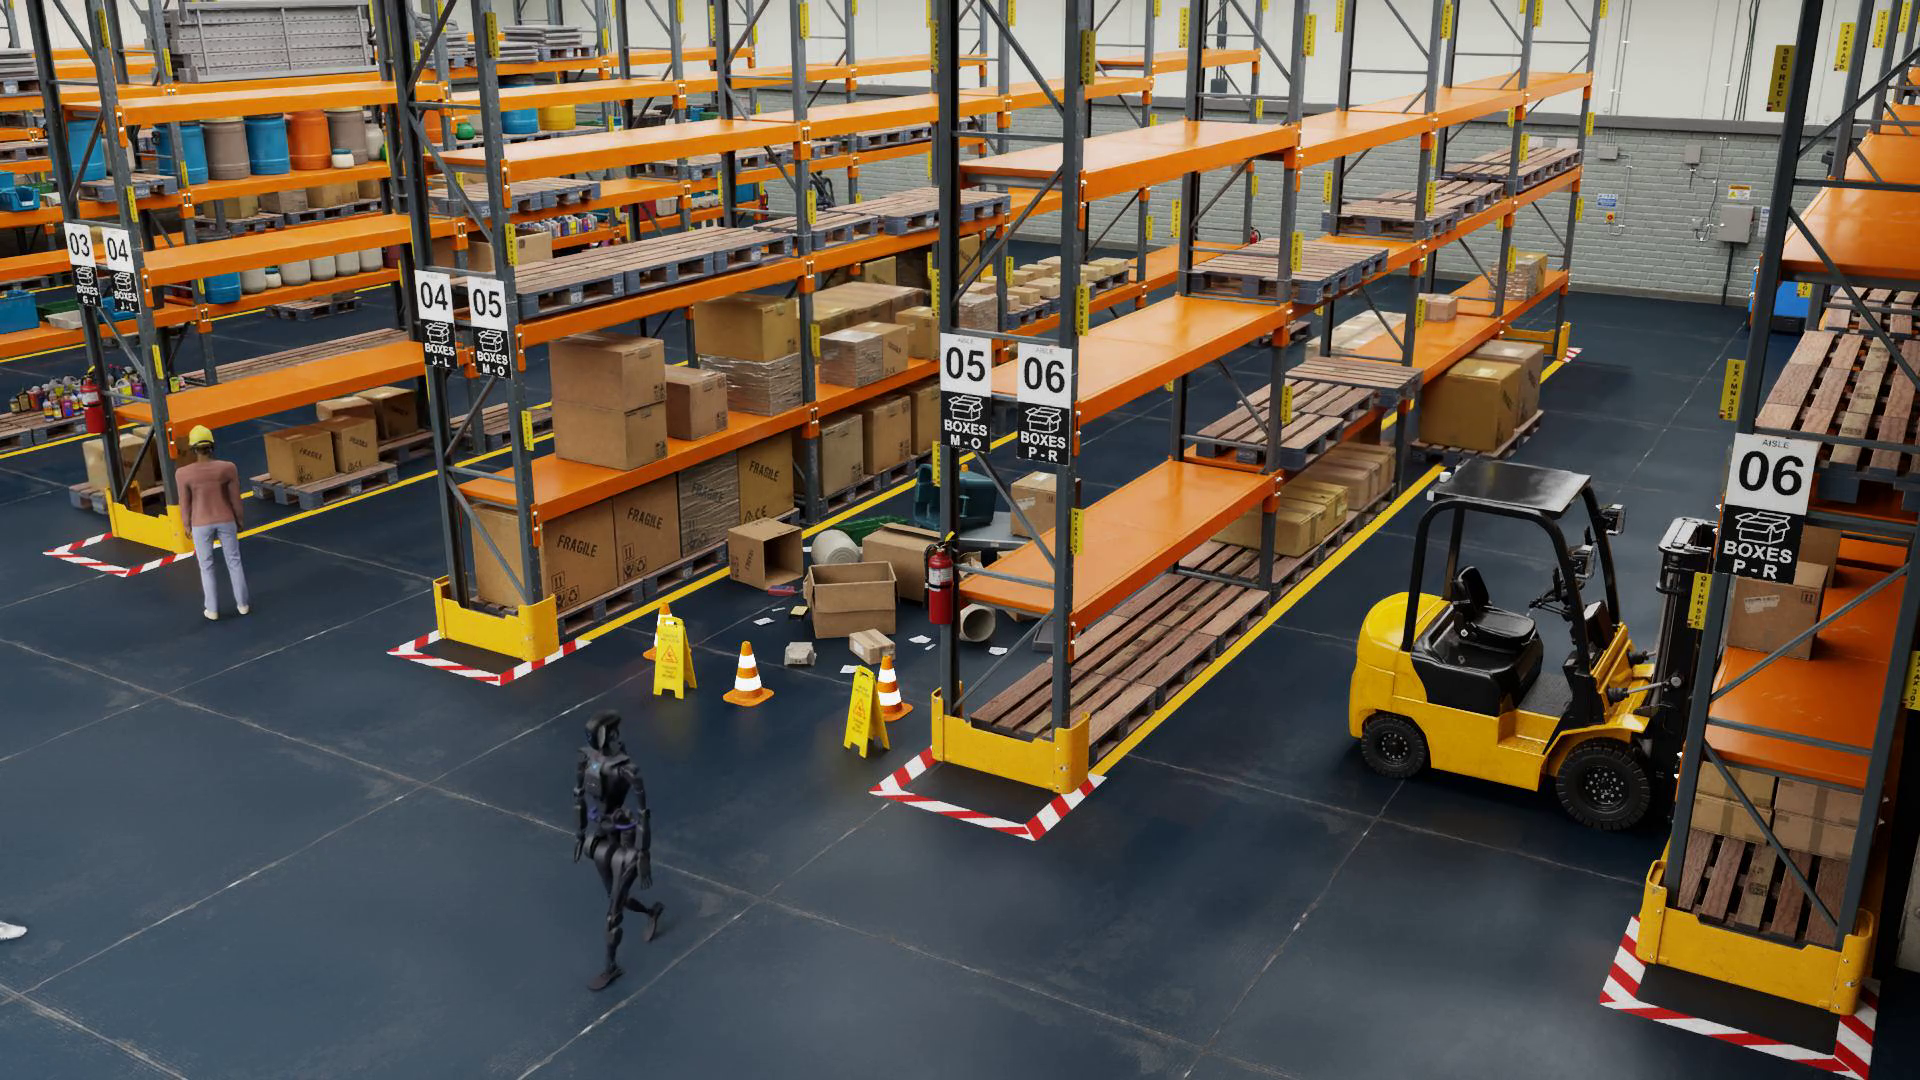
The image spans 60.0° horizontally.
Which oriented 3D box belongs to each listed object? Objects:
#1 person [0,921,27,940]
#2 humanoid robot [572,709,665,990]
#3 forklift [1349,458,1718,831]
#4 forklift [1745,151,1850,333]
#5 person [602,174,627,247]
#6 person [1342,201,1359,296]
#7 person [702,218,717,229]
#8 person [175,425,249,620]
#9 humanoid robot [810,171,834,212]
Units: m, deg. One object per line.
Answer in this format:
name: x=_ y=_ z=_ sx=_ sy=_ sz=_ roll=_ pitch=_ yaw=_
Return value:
person: x=-5.956 y=1.556 z=9.647 sx=0.594 sy=1.886 sz=0.606 roll=-7 pitch=20 yaw=-20
humanoid robot: x=-1.945 y=1.711 z=9.572 sx=0.616 sy=1.634 sz=0.736 roll=12 pitch=22 yaw=31
forklift: x=3.988 y=0.658 z=11.776 sx=2.313 sy=2.155 sz=1.214 roll=11 pitch=22 yaw=29
forklift: x=13.620 y=-4.667 z=26.137 sx=1.873 sy=2.768 sz=1.129 roll=11 pitch=22 yaw=29
person: x=-6.810 y=-6.315 z=32.619 sx=0.511 sy=1.739 sz=1.007 roll=5 pitch=20 yaw=15
person: x=6.758 y=-5.133 z=29.317 sx=0.810 sy=1.666 sz=0.535 roll=15 pitch=24 yaw=36
person: x=-5.270 y=-7.040 z=34.799 sx=0.489 sy=1.688 sz=0.349 roll=-6 pitch=20 yaw=-17
person: x=-6.643 y=-0.158 z=14.795 sx=0.516 sy=1.756 sz=0.342 roll=-13 pitch=23 yaw=-34
humanoid robot: x=-2.838 y=-6.975 z=34.633 sx=0.609 sy=1.633 sz=0.507 roll=-10 pitch=22 yaw=-27
